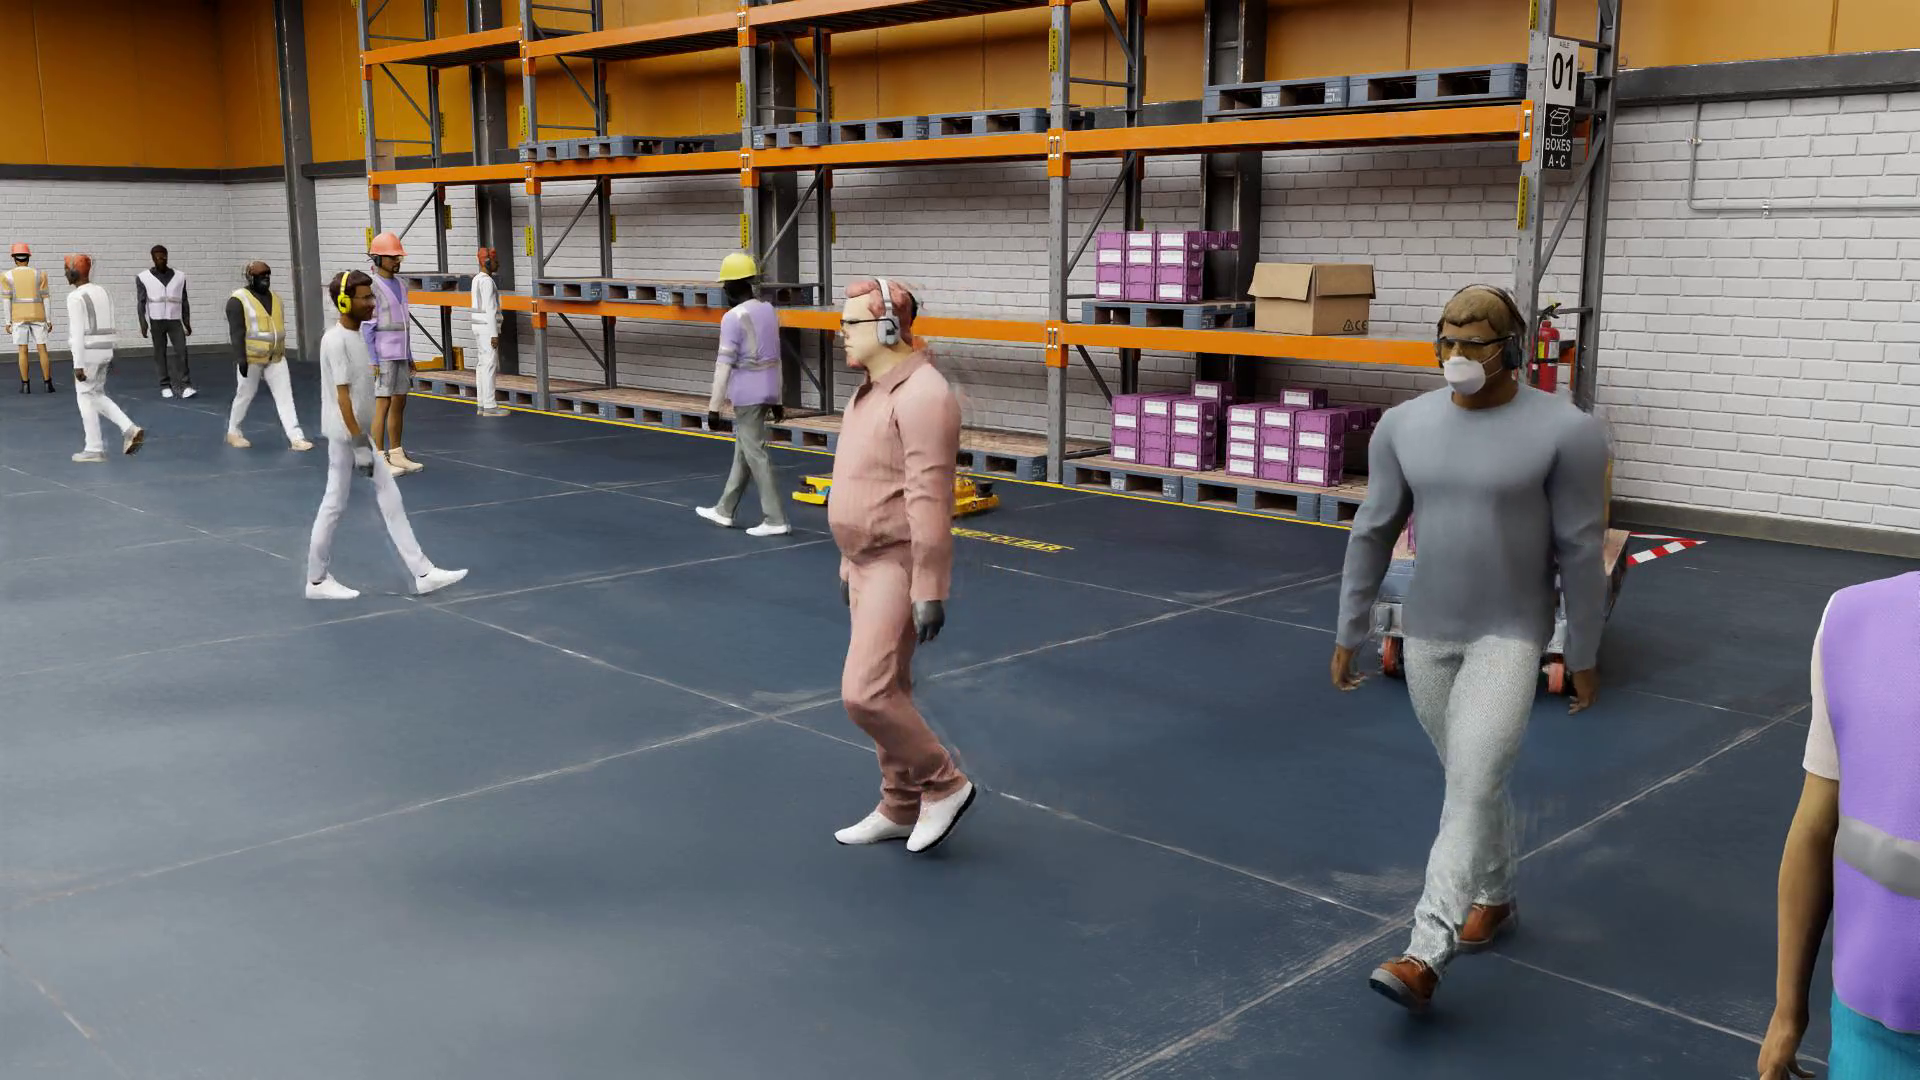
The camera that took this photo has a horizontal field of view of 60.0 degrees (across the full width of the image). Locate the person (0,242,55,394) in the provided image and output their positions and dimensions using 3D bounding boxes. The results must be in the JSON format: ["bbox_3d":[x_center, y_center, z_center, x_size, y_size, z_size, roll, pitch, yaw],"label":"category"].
[{"bbox_3d":[-11.942,-2.838,21.311,0.543,1.934,0.368,-6,12,-31],"label":"person"}]

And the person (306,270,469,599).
[{"bbox_3d":[-3.235,-0.558,9.164,0.953,1.821,0.540,0,10,-1],"label":"person"}]

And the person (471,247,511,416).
[{"bbox_3d":[-5.301,-2.333,18.689,0.337,1.882,0.585,-6,12,-28],"label":"person"}]

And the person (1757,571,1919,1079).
[{"bbox_3d":[1.414,0.695,2.282,0.563,1.847,0.388,9,14,40],"label":"person"}]

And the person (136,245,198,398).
[{"bbox_3d":[-9.808,-2.682,20.584,0.631,1.881,0.888,-8,13,-39],"label":"person"}]

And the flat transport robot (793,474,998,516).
[{"bbox_3d":[-0.488,-0.369,12.384,1.431,0.197,0.652,7,12,33],"label":"flat transport robot"}]

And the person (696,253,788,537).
[{"bbox_3d":[-1.508,-0.967,11.207,0.806,1.890,0.612,4,11,22],"label":"person"}]

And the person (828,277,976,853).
[{"bbox_3d":[-0.247,0.105,5.389,0.422,1.889,0.668,-4,11,-20],"label":"person"}]

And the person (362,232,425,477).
[{"bbox_3d":[-4.787,-1.560,14.042,0.382,2.041,0.616,3,11,14],"label":"person"}]

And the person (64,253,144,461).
[{"bbox_3d":[-7.712,-1.622,14.861,0.517,1.865,0.600,0,10,3],"label":"person"}]

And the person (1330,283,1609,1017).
[{"bbox_3d":[1.301,0.280,4.425,0.660,1.886,1.006,9,14,42],"label":"person"}]

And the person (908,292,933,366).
[{"bbox_3d":[-0.459,-0.731,10.501,0.683,1.671,0.553,4,11,23],"label":"person"}]

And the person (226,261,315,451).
[{"bbox_3d":[-6.631,-1.734,15.732,1.011,1.792,0.634,6,12,31],"label":"person"}]
